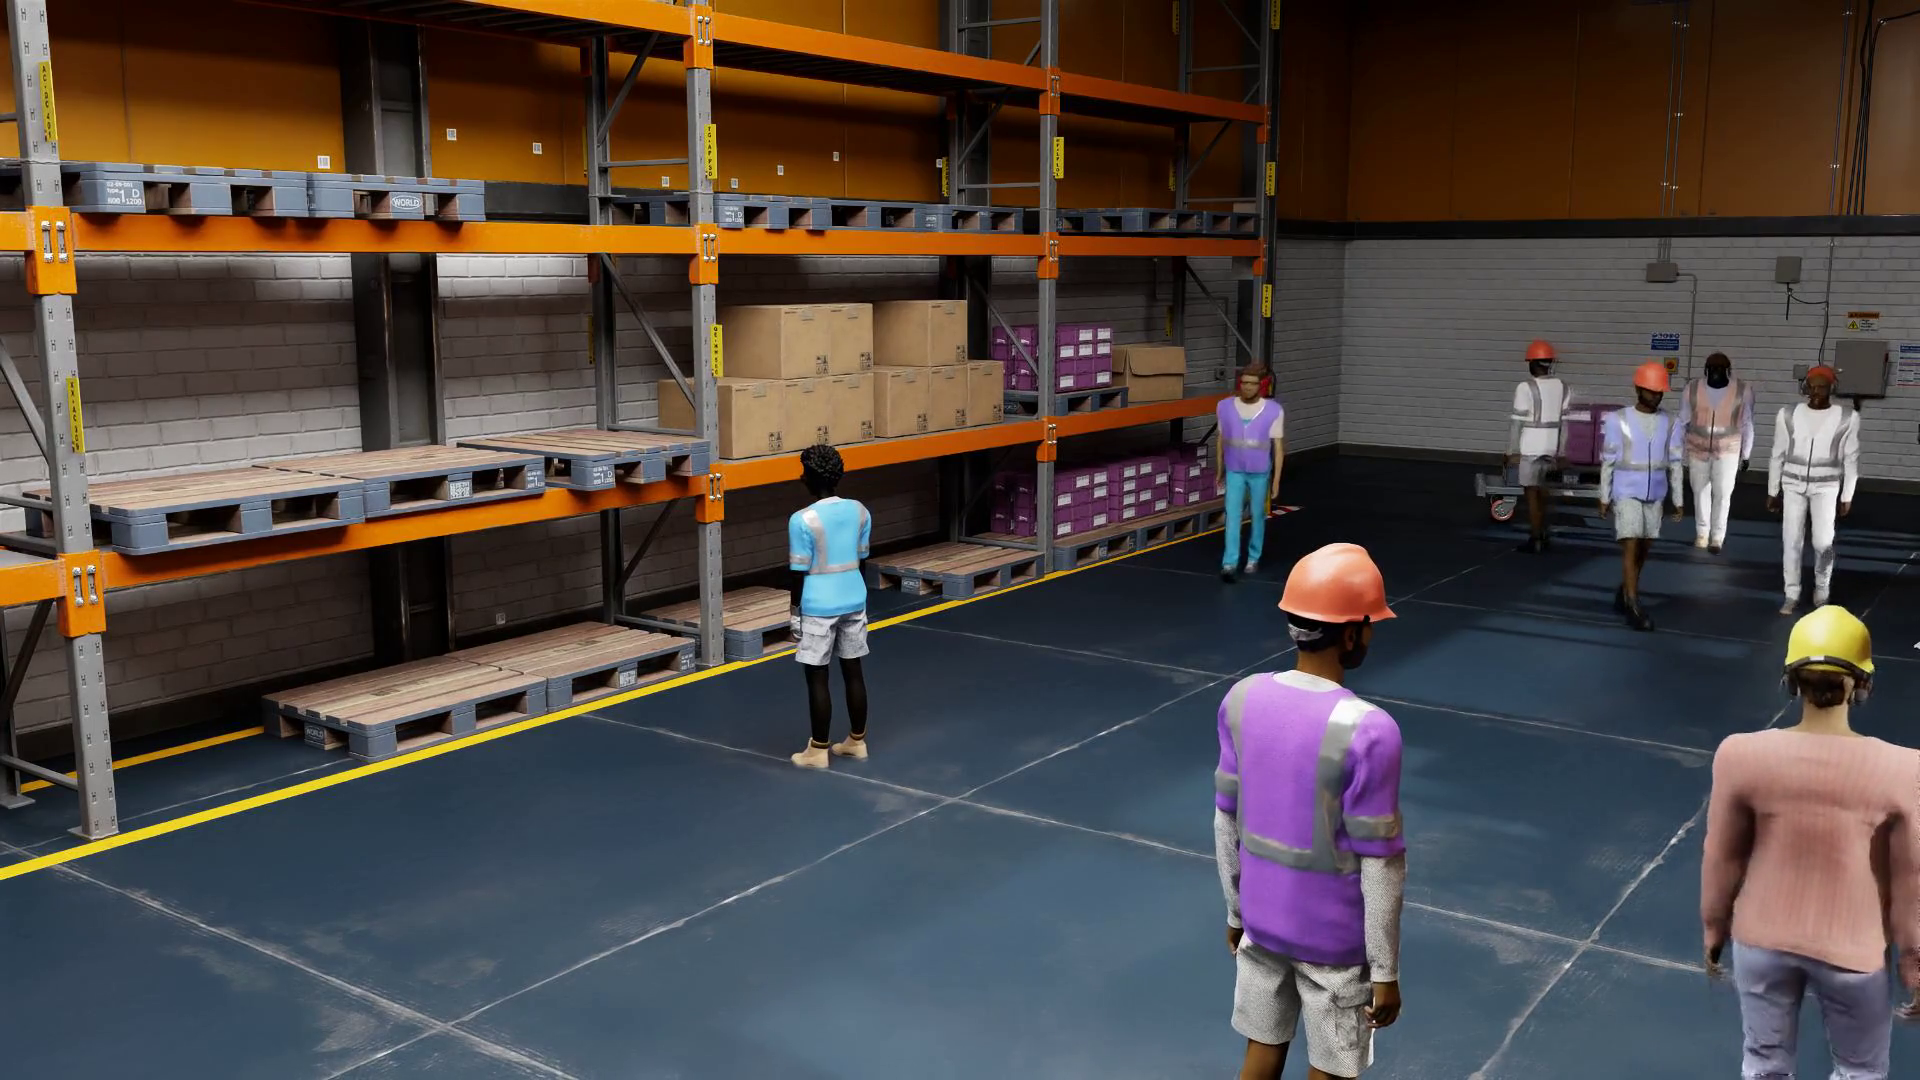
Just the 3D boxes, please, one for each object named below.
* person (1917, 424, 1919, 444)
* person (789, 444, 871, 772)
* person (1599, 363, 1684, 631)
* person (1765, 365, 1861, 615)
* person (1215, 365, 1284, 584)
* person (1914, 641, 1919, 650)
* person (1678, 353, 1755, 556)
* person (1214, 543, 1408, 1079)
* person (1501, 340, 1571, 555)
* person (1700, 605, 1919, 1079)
[{"bbox_3d":[10.260,-1.155,17.206,0.901,1.822,0.587,-8,12,-38],"label":"person"},{"bbox_3d":[-0.675,0.351,8.591,0.320,1.694,0.534,9,13,43],"label":"person"},{"bbox_3d":[4.942,-0.330,12.025,0.564,1.903,0.819,0,10,-2],"label":"person"},{"bbox_3d":[6.310,-0.364,12.338,0.582,1.872,0.438,7,12,36],"label":"person"},{"bbox_3d":[2.356,-0.543,13.639,0.582,1.778,1.016,3,10,19],"label":"person"},{"bbox_3d":[6.698,-0.044,11.095,0.524,1.639,0.308,9,13,42],"label":"person"},{"bbox_3d":[6.751,-0.772,14.970,0.650,1.791,0.943,6,11,31],"label":"person"},{"bbox_3d":[0.901,0.965,4.203,0.375,1.935,0.551,-7,12,-37],"label":"person"},{"bbox_3d":[5.143,-0.826,14.942,0.548,1.920,0.529,-5,11,-26],"label":"person"},{"bbox_3d":[2.178,1.042,4.269,0.551,1.751,0.427,7,12,34],"label":"person"}]
